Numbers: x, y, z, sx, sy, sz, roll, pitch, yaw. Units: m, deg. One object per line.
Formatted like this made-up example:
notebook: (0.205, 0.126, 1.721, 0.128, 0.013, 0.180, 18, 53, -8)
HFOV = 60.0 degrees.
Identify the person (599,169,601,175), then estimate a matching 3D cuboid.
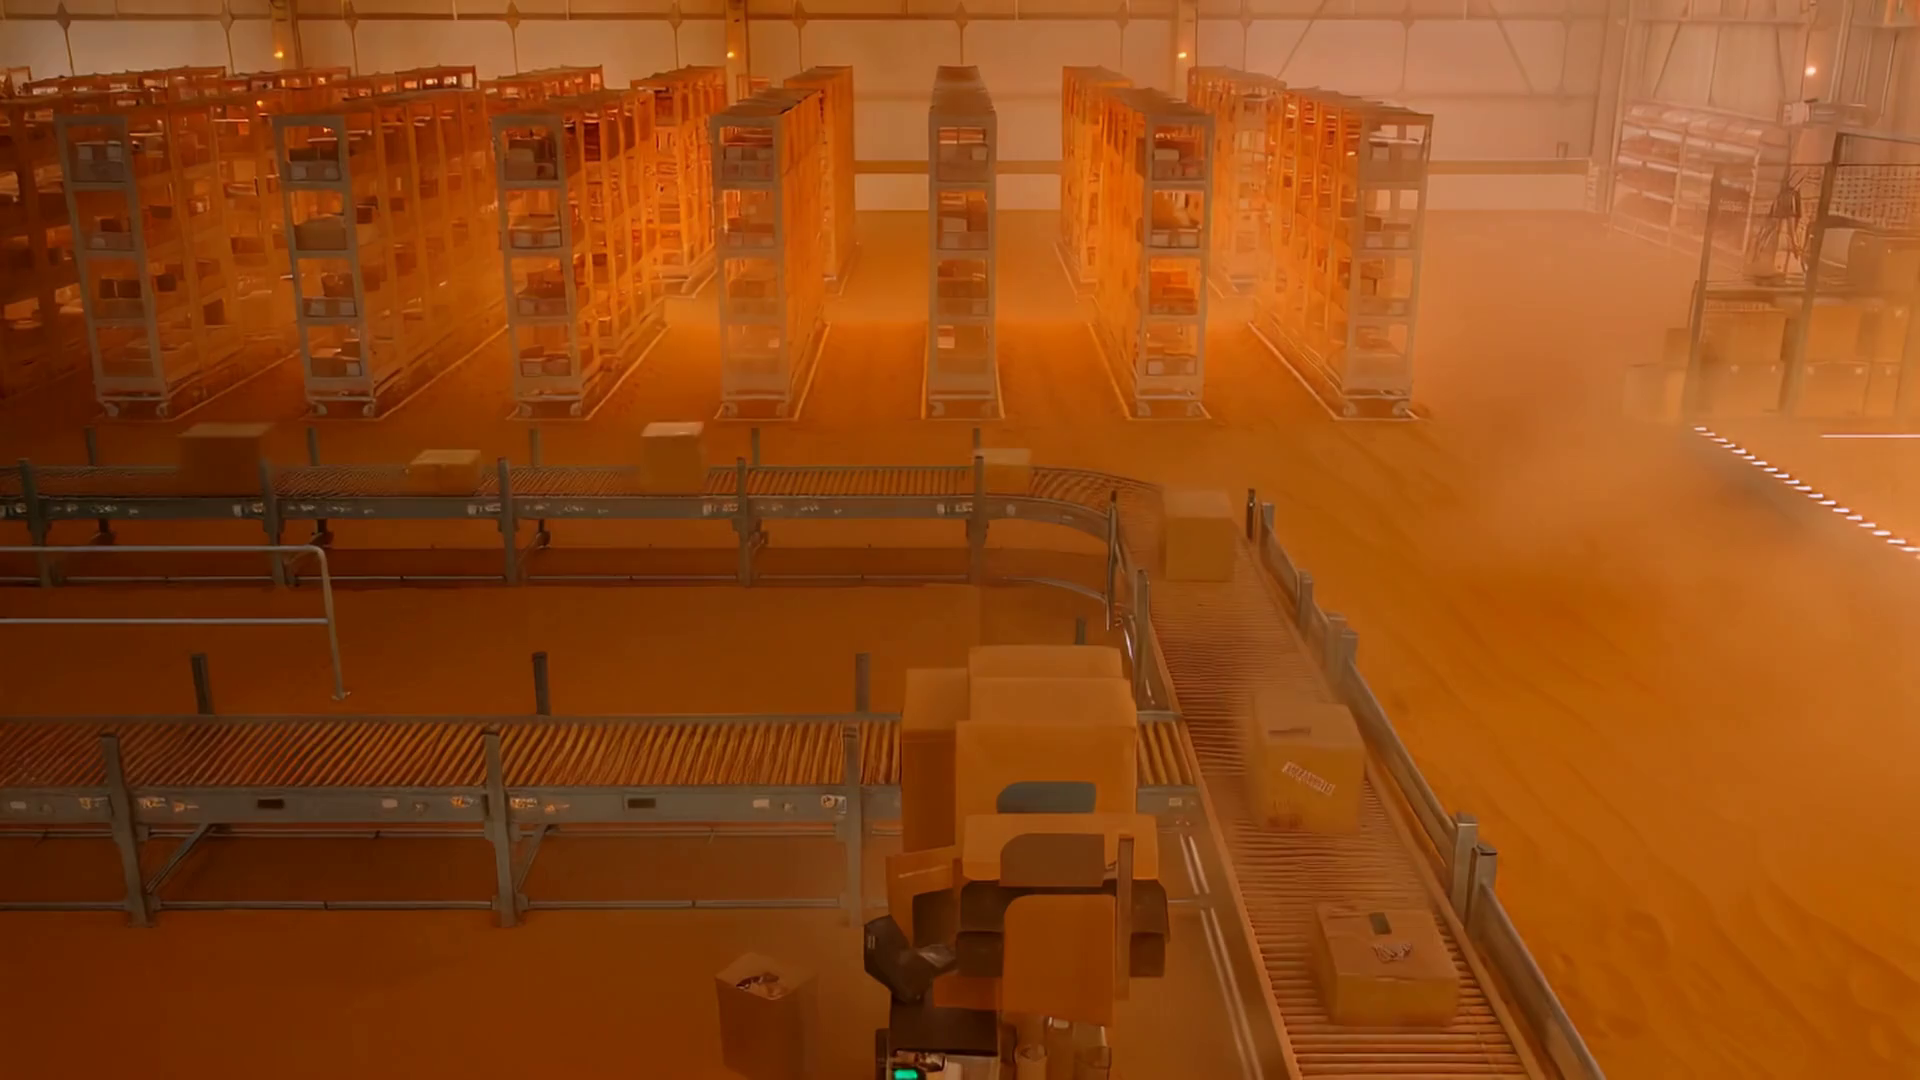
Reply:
person: (-7.838, -7.580, 36.059, 0.879, 1.815, 0.577, 0, 18, -1)

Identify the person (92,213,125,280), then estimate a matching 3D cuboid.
person: (-14.140, -4.804, 27.518, 0.800, 1.804, 0.590, -1, 18, -2)

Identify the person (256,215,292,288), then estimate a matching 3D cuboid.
person: (-10.659, -4.420, 26.028, 0.393, 1.992, 0.622, 13, 22, 35)
